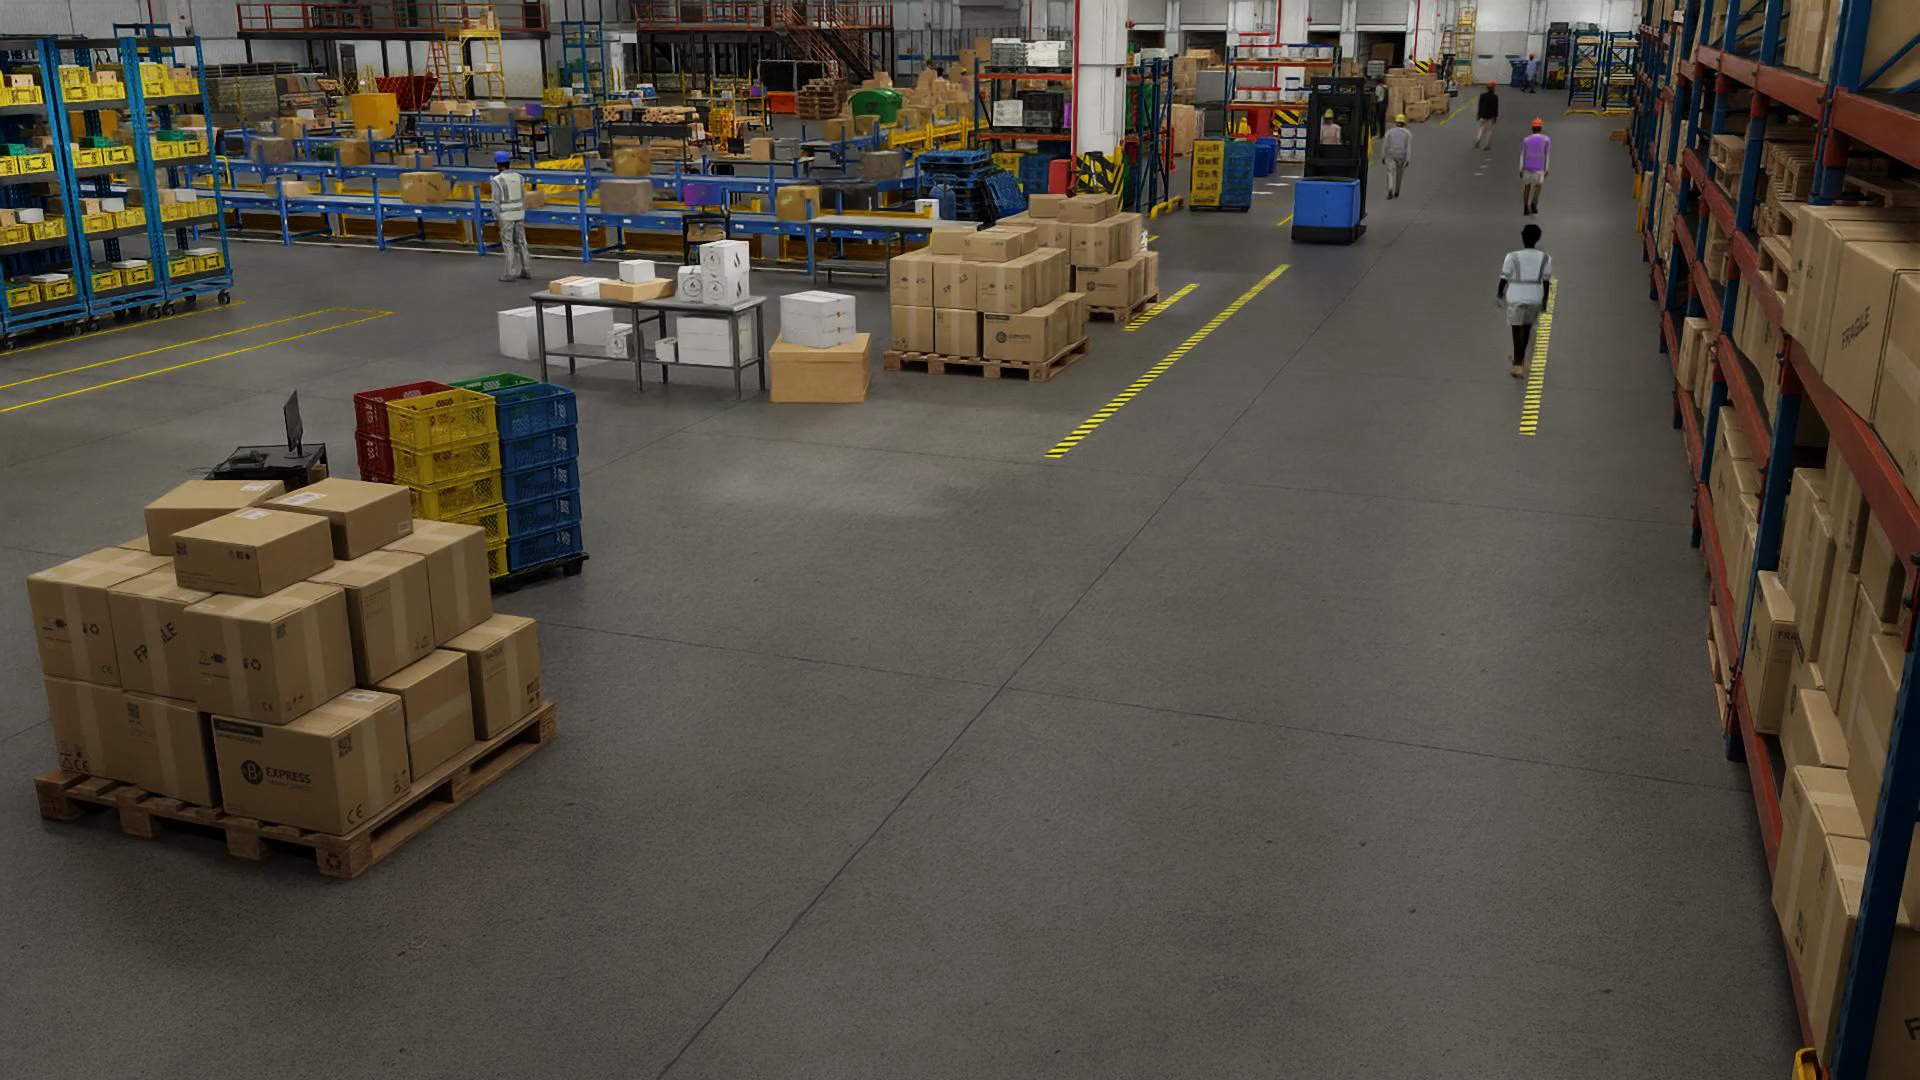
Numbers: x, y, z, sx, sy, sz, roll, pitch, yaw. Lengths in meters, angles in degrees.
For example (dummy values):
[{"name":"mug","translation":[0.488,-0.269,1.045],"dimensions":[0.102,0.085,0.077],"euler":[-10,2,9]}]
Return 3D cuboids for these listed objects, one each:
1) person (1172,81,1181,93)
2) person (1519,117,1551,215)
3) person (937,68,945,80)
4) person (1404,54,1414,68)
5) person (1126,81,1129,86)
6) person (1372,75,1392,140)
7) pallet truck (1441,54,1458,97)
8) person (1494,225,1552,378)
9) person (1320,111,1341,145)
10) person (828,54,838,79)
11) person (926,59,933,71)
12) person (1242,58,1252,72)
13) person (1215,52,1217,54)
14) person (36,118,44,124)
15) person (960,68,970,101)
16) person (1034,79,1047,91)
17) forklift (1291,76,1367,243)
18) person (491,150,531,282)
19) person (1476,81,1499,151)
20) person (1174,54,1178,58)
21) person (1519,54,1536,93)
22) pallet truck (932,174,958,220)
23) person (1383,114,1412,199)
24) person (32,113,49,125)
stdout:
[{"name":"person","translation":[7.567,-15.087,57.635],"dimensions":[0.744,1.599,0.516],"euler":[-10,20,-28]},{"name":"person","translation":[11.351,-7.387,32.914],"dimensions":[0.552,1.923,0.470],"euler":[7,19,22]},{"name":"person","translation":[-0.756,-16.319,61.003],"dimensions":[0.364,1.919,0.724],"euler":[7,19,20]},{"name":"person","translation":[21.511,-22.273,79.676],"dimensions":[0.372,1.935,0.627],"euler":[-9,20,-27]},{"name":"person","translation":[6.064,-16.415,61.409],"dimensions":[0.523,1.848,0.531],"euler":[11,21,32]},{"name":"person","translation":[13.255,-13.736,52.677],"dimensions":[0.853,2.000,0.535],"euler":[-14,22,-36]},{"name":"pallet truck","translation":[22.765,-21.886,78.355],"dimensions":[0.823,1.965,1.885],"euler":[-4,18,-14]},{"name":"person","translation":[6.257,-2.681,18.547],"dimensions":[0.548,1.647,0.855],"euler":[0,18,-1]},{"name":"person","translation":[8.384,-8.903,38.003],"dimensions":[0.545,1.721,0.879],"euler":[7,19,21]},{"name":"person","translation":[-6.205,-22.860,81.601],"dimensions":[0.574,1.884,0.356],"euler":[9,20,27]},{"name":"person","translation":[-1.382,-20.603,74.587],"dimensions":[0.365,1.841,0.528],"euler":[12,21,34]},{"name":"person","translation":[15.737,-25.971,91.316],"dimensions":[0.605,1.916,0.421],"euler":[-10,20,-27]},{"name":"person","translation":[13.809,-25.699,90.668],"dimensions":[0.949,1.802,0.624],"euler":[13,22,35]},{"name":"person","translation":[-29.965,-14.083,54.059],"dimensions":[0.656,1.867,0.969],"euler":[-13,22,-36]},{"name":"person","translation":[0.250,-18.179,67.150],"dimensions":[0.882,1.731,0.532],"euler":[9,20,25]},{"name":"person","translation":[3.287,-18.397,67.493],"dimensions":[0.549,1.933,0.373],"euler":[8,19,24]},{"name":"forklift","translation":[6.598,-6.755,29.381],"dimensions":[1.129,2.768,1.873],"euler":[6,19,19]},{"name":"person","translation":[-6.758,-4.849,24.930],"dimensions":[0.425,1.938,0.603],"euler":[11,20,30]},{"name":"person","translation":[15.348,-12.326,48.346],"dimensions":[0.473,1.977,0.645],"euler":[-16,24,-42]},{"name":"person","translation":[10.988,-23.812,84.666],"dimensions":[0.428,1.840,0.631],"euler":[-11,21,-30]},{"name":"person","translation":[28.118,-23.065,82.231],"dimensions":[0.569,1.888,0.957],"euler":[-13,22,-36]},{"name":"pallet truck","translation":[-0.507,-5.292,27.348],"dimensions":[0.653,1.274,1.630],"euler":[6,19,19]},{"name":"person","translation":[9.445,-8.295,35.970],"dimensions":[0.584,1.804,0.868],"euler":[3,18,10]},{"name":"person","translation":[-27.912,-13.004,50.441],"dimensions":[0.608,1.992,1.052],"euler":[-9,20,-26]}]
